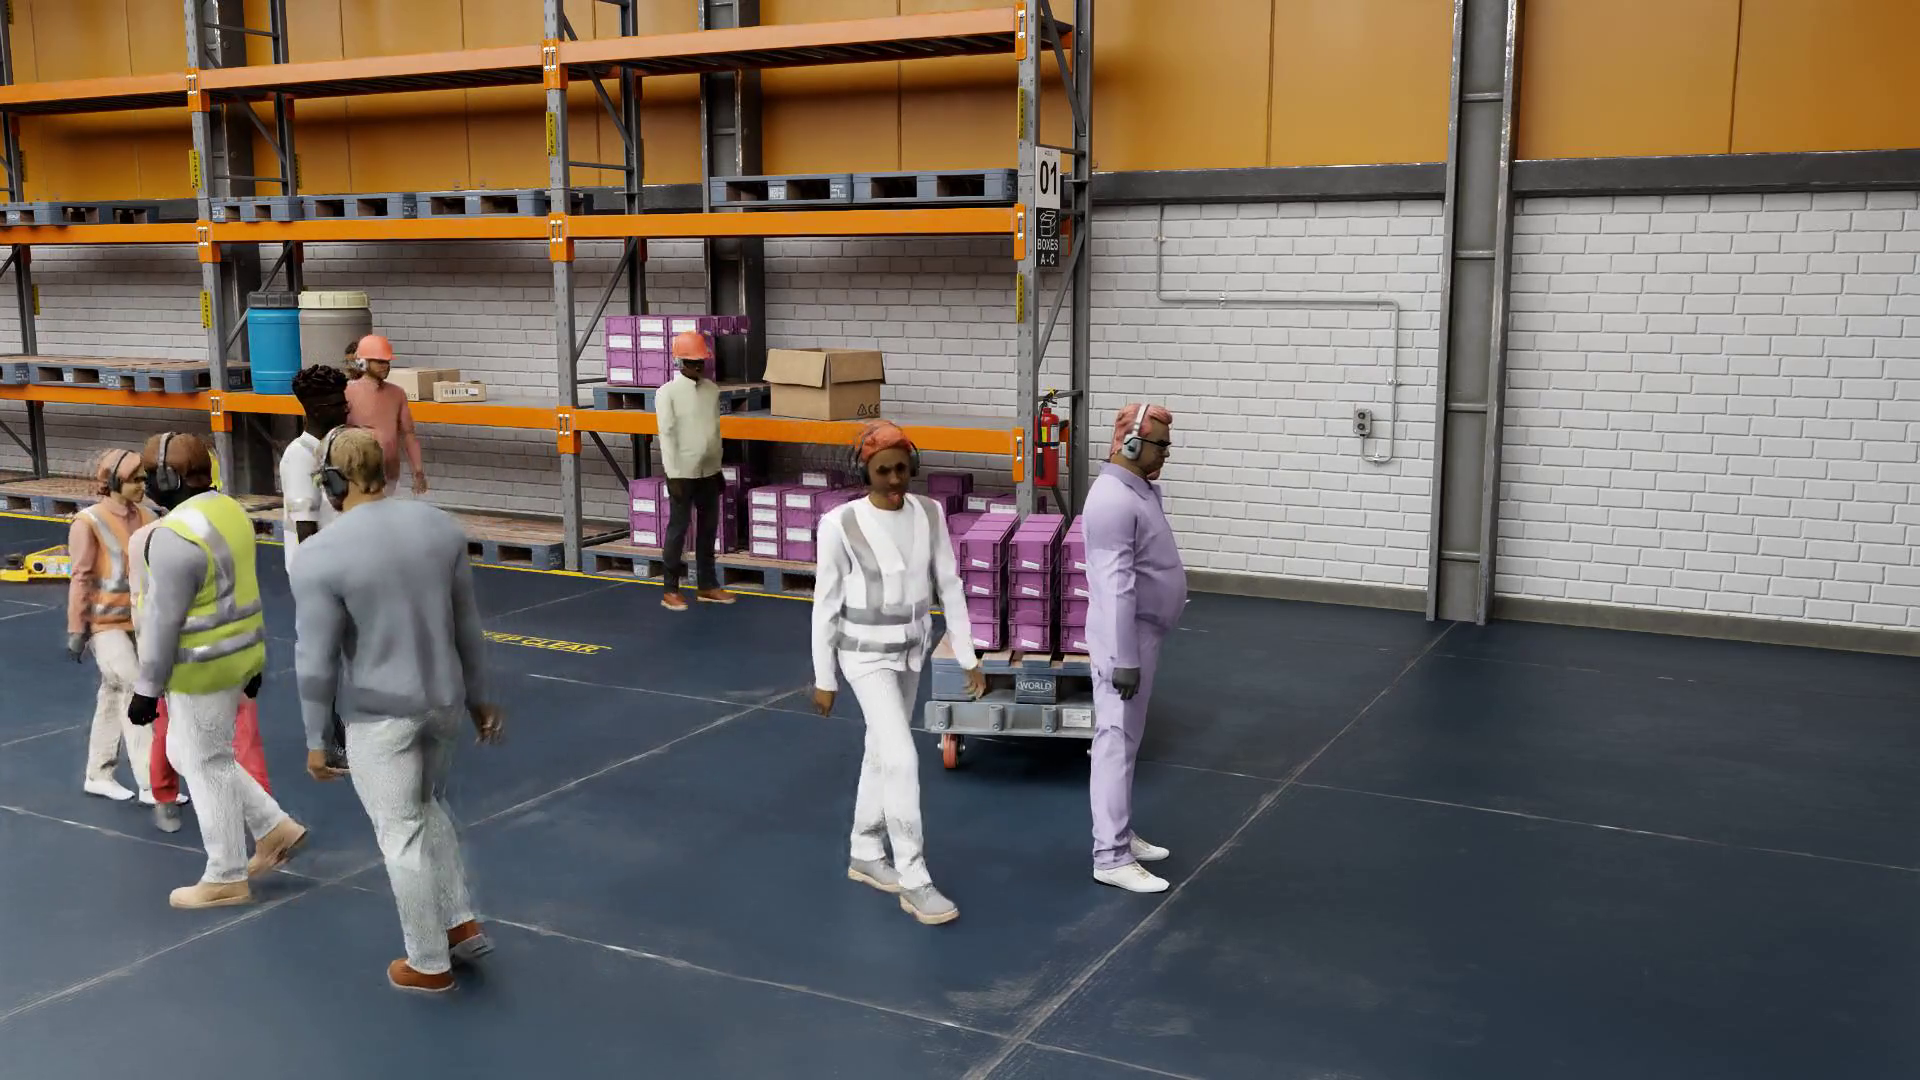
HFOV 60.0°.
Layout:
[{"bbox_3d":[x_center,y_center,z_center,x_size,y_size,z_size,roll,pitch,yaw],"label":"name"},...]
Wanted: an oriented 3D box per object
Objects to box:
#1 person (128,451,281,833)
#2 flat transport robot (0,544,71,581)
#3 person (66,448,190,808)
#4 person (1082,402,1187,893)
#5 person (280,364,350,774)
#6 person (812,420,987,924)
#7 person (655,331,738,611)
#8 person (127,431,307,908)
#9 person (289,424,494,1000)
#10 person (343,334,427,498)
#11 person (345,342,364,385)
[{"bbox_3d":[-3.172,0.446,6.961,0.563,1.700,0.927,-9,13,-44],"label":"person"},{"bbox_3d":[-6.645,0.168,13.056,1.431,0.197,0.652,0,9,1],"label":"flat transport robot"},{"bbox_3d":[-3.691,0.399,7.479,0.738,1.605,0.531,2,9,10],"label":"person"},{"bbox_3d":[0.685,0.409,6.561,0.407,1.902,0.639,1,9,9],"label":"person"},{"bbox_3d":[-3.059,0.134,8.052,0.368,1.966,0.603,-1,9,-9],"label":"person"},{"bbox_3d":[-0.192,0.482,6.228,0.825,1.850,0.612,8,12,41],"label":"person"},{"bbox_3d":[-1.908,-0.492,11.891,0.413,1.975,0.655,6,11,34],"label":"person"},{"bbox_3d":[-2.849,0.501,6.247,0.453,1.823,0.626,-1,9,-8],"label":"person"},{"bbox_3d":[-1.865,0.580,5.480,0.494,1.908,0.655,6,11,32],"label":"person"},{"bbox_3d":[-4.106,-0.488,11.939,0.996,1.944,0.647,5,11,29],"label":"person"},{"bbox_3d":[-4.667,-0.623,13.063,0.509,1.860,0.333,5,10,28],"label":"person"}]
